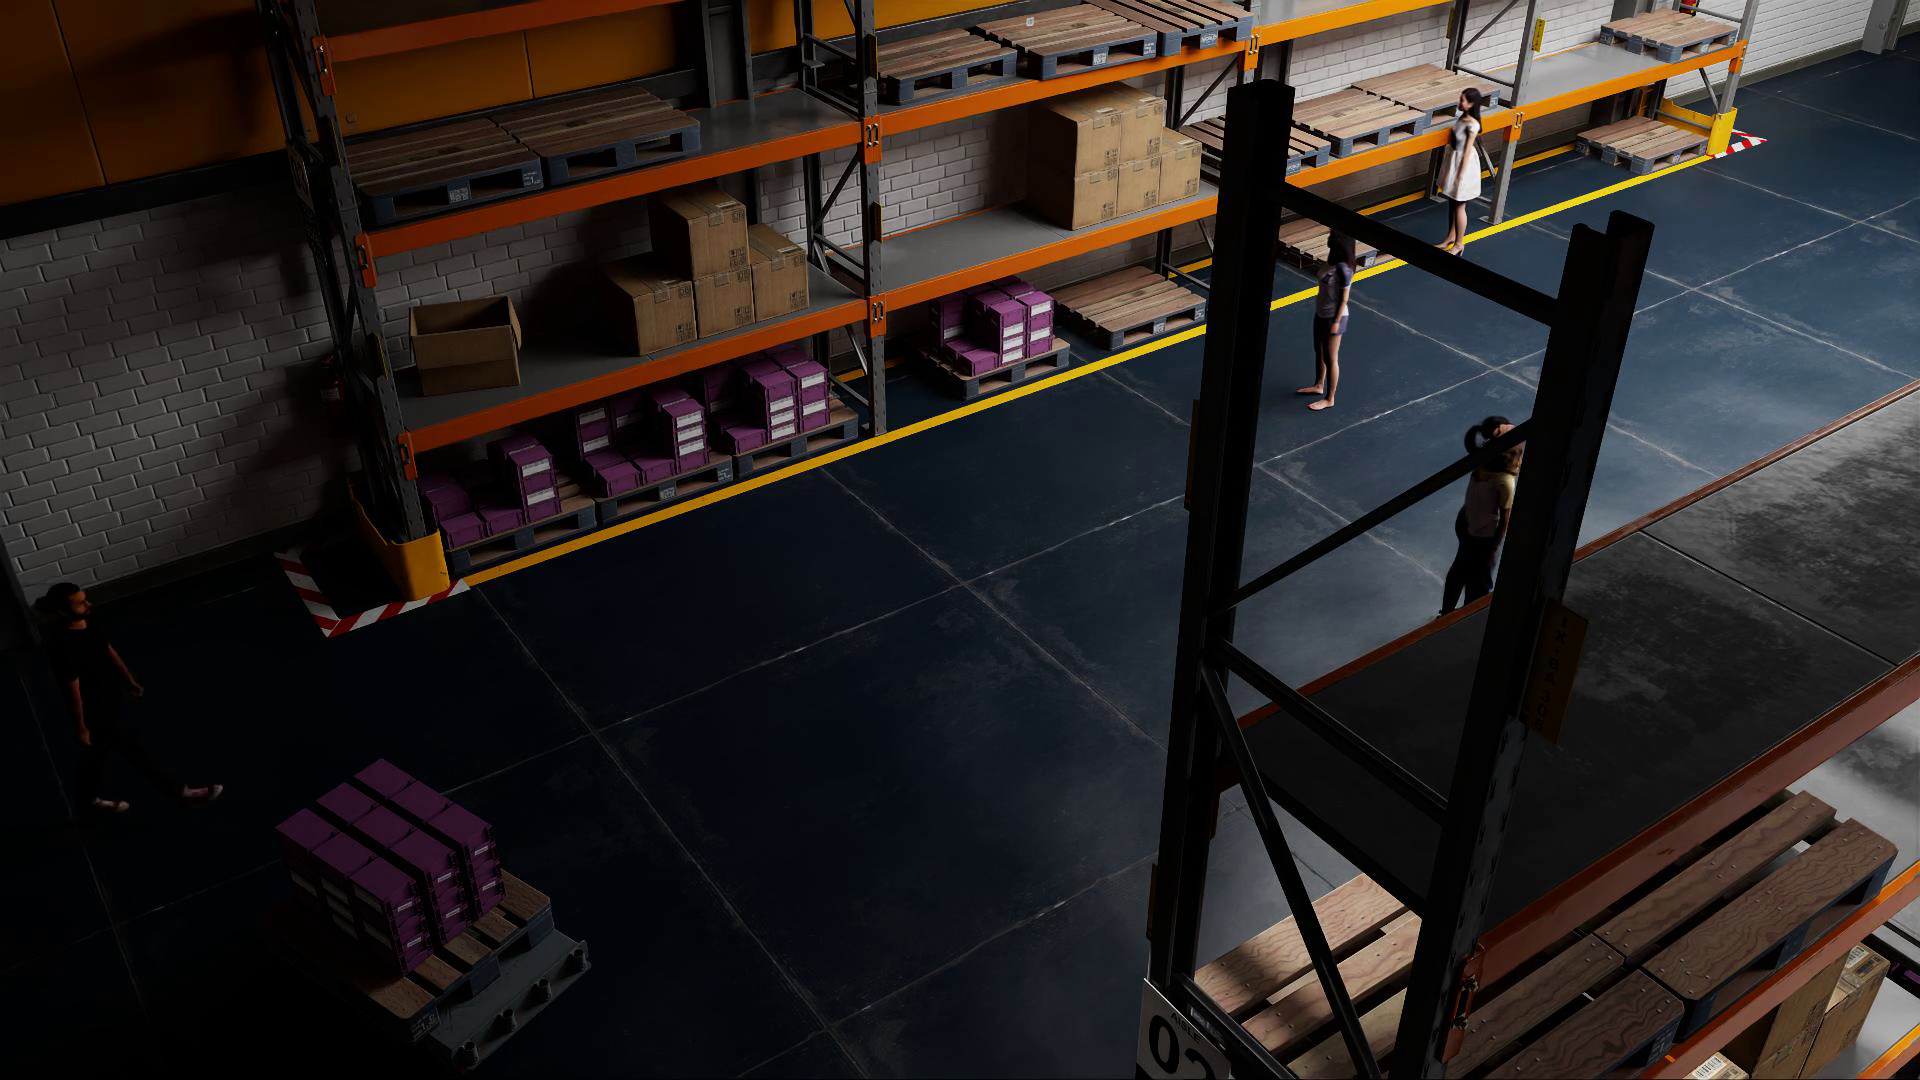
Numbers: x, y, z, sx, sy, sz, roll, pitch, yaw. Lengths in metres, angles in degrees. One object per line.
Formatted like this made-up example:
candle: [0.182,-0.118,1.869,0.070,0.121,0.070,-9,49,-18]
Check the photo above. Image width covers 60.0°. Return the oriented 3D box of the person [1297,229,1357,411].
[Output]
person: [3.202,-1.954,14.362,0.672,1.706,0.673,-5,34,-7]

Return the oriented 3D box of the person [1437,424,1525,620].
person: [3.632,-0.047,11.477,0.728,1.723,0.712,-1,34,-2]

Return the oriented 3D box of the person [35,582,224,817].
person: [-5.203,1.007,9.900,1.208,1.713,0.938,-7,34,-10]

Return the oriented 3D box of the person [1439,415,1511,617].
person: [3.557,-0.099,11.553,0.728,1.726,0.641,12,35,17]

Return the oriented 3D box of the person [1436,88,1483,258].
person: [5.112,-3.750,17.007,0.817,1.769,0.783,0,34,0]
